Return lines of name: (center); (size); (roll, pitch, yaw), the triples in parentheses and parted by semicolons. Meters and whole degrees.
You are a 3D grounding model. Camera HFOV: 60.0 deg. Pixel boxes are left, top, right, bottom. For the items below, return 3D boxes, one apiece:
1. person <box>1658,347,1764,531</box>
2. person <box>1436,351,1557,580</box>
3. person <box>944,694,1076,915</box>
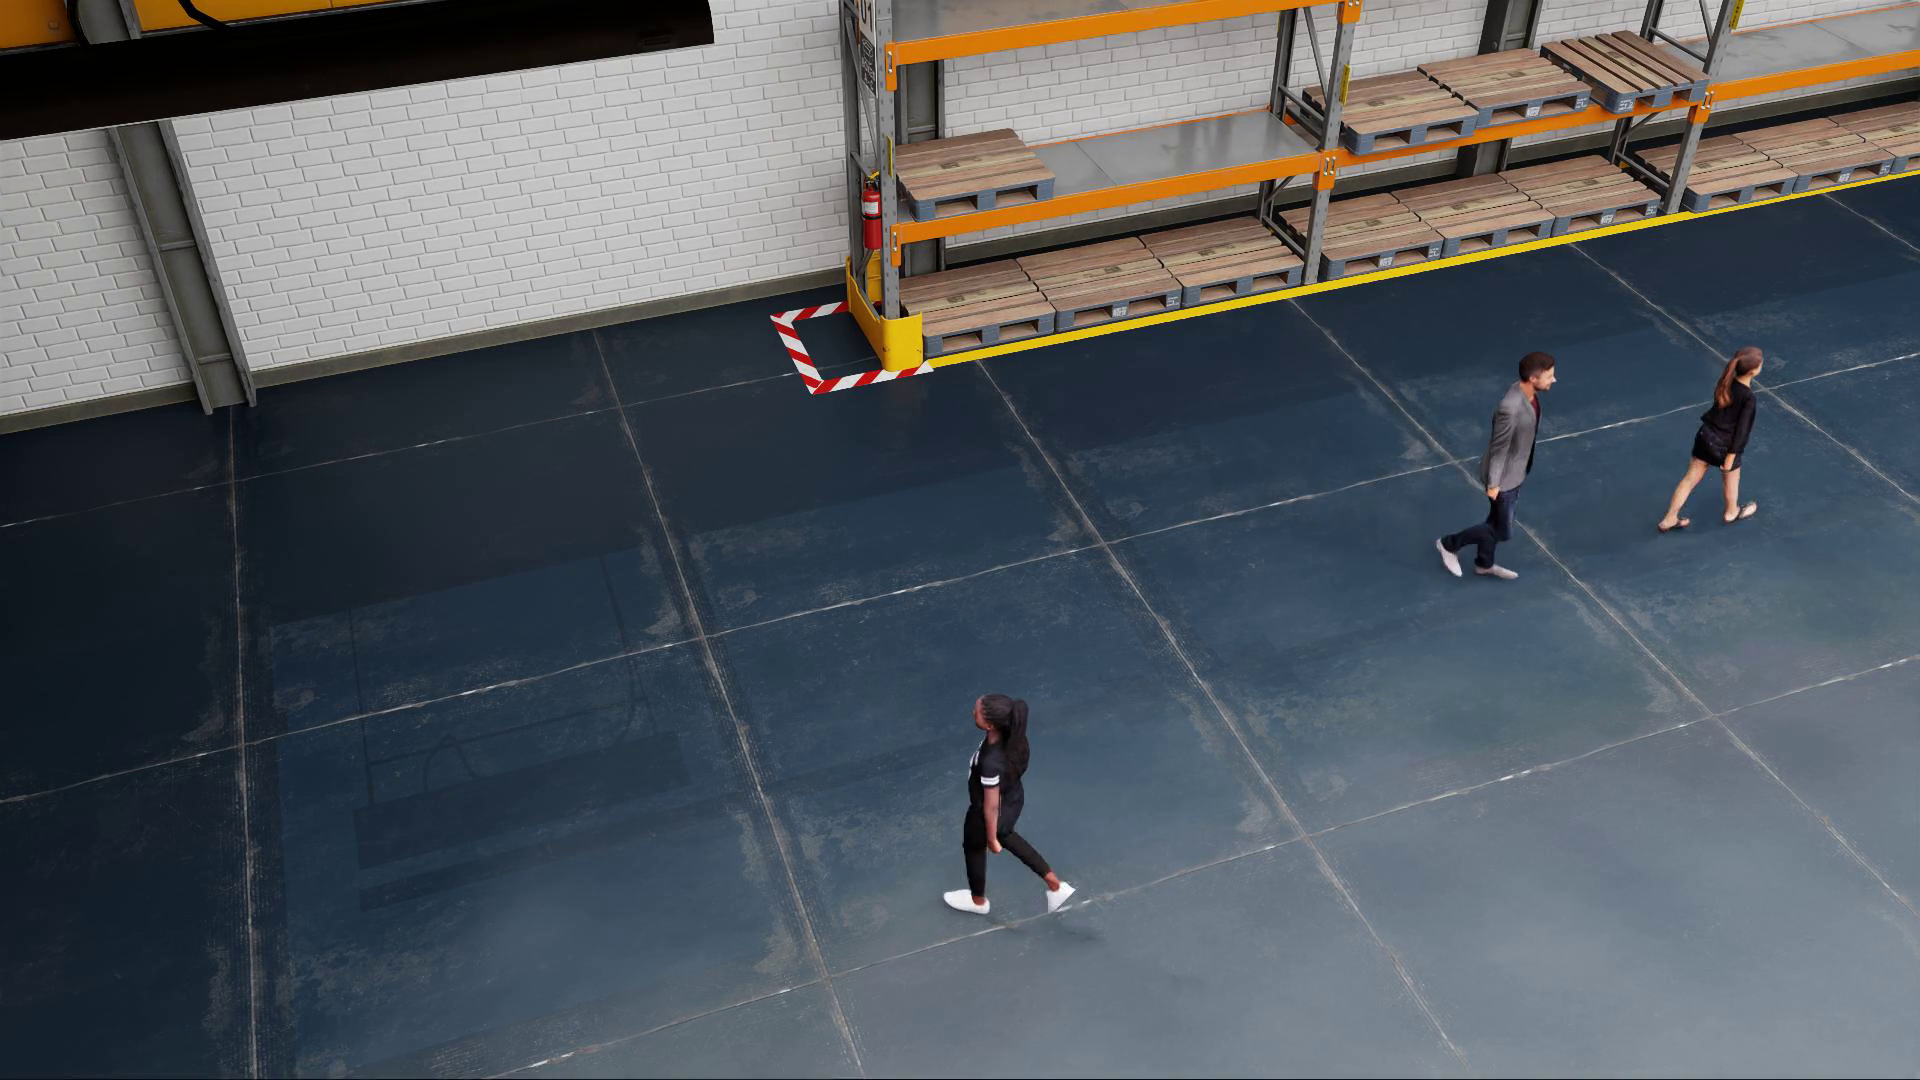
person: (5.351, -0.680, 11.870); (0.953, 1.527, 0.558); (-13, 40, -16)
person: (3.645, -0.487, 11.362); (0.990, 1.860, 0.936); (20, 43, 23)
person: (0.278, 1.477, 9.021); (1.059, 1.712, 0.980); (13, 41, 16)
